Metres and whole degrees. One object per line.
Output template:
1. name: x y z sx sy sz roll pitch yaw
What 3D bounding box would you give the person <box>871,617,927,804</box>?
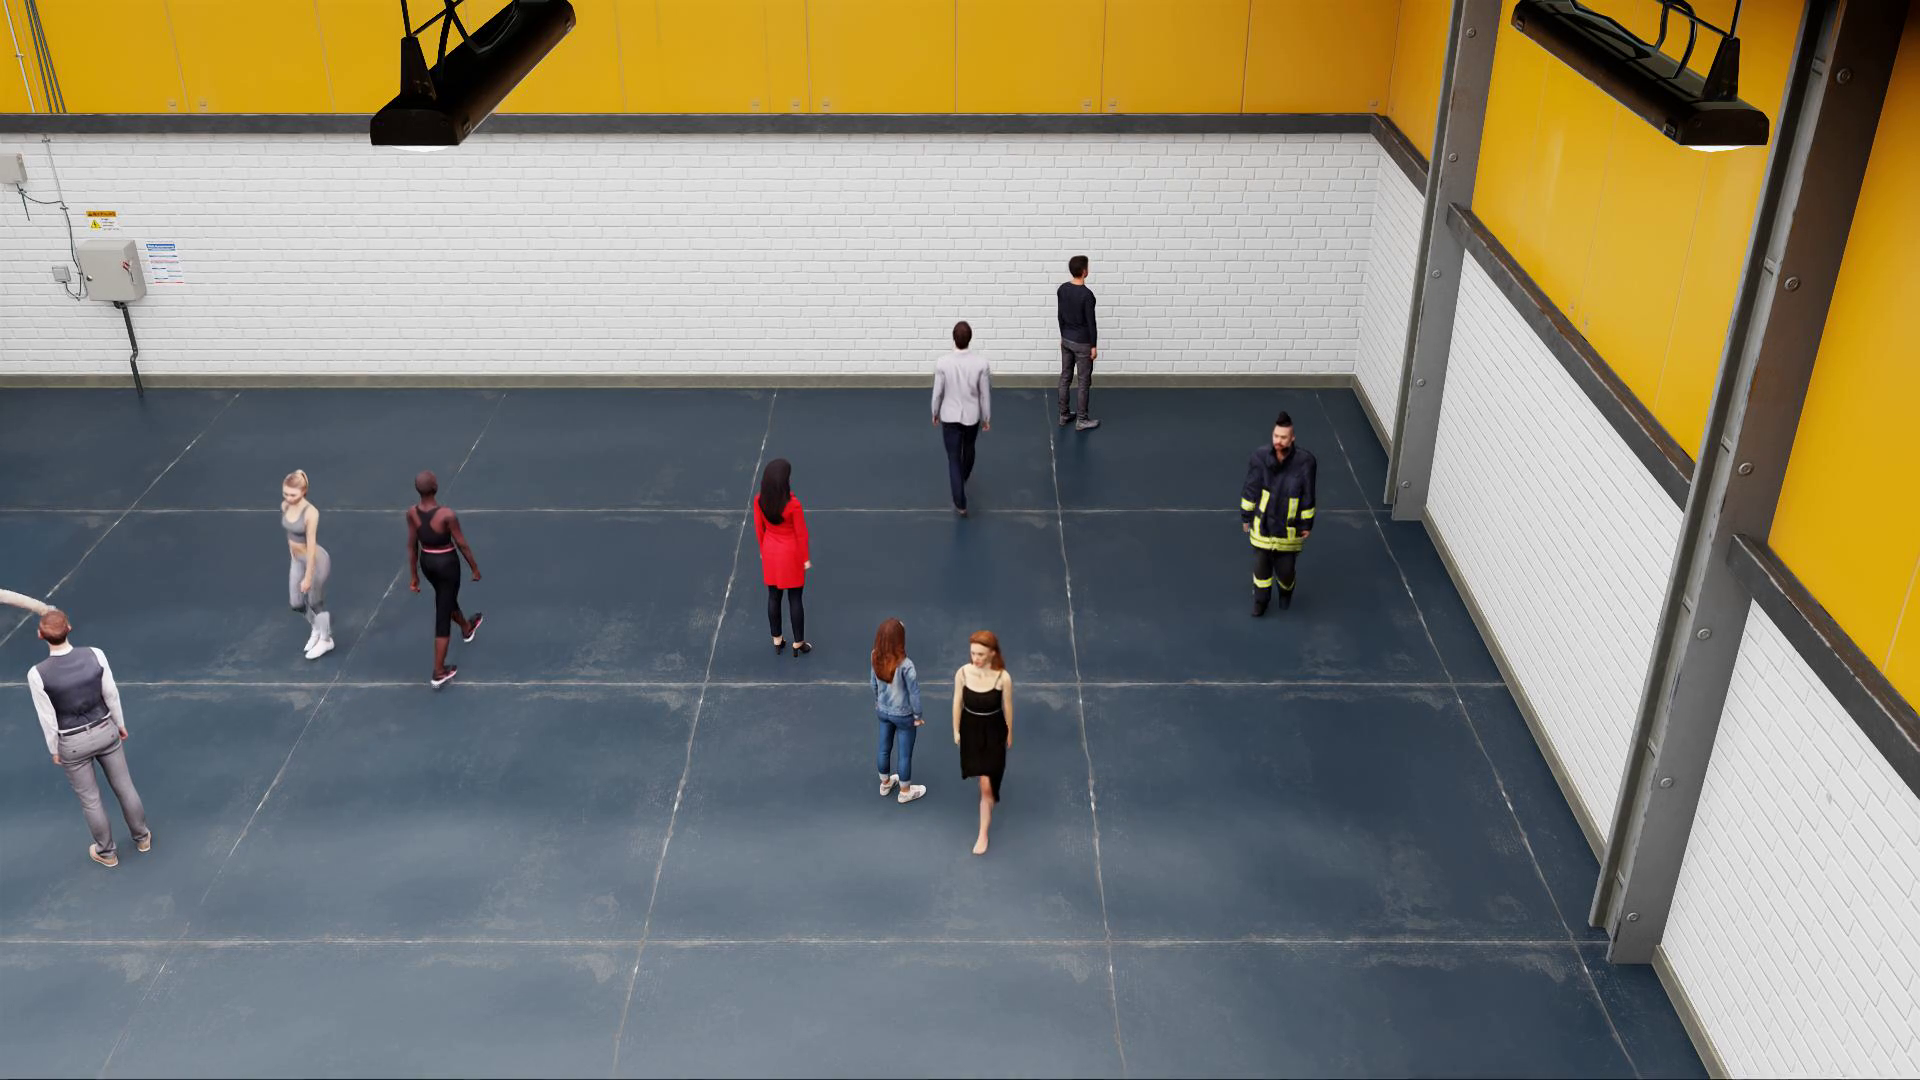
1. person: -0.455 1.196 11.731 0.642 1.477 0.674 19 34 31

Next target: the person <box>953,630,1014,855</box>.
1. person: 0.175 1.289 11.436 0.716 1.596 1.088 6 29 12

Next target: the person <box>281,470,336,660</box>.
1. person: -5.165 0.174 13.389 0.719 1.683 0.753 17 33 28

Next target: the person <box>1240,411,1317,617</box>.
1. person: 2.701 -0.236 13.962 0.897 1.854 0.896 12 31 21

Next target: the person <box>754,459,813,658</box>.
1. person: -1.419 0.146 13.369 0.705 1.750 0.727 11 30 19

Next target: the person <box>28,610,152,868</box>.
1. person: -5.793 1.306 11.048 0.739 1.938 0.790 -24 37 -37

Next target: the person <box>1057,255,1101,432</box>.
1. person: 1.217 -2.053 17.277 0.708 1.870 0.760 24 37 37

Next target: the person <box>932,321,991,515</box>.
1. person: 0.010 -1.112 15.621 0.792 1.803 1.202 -3 29 -6

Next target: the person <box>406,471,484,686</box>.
1. person: -4.129 0.323 13.089 0.840 1.710 1.232 7 29 13
